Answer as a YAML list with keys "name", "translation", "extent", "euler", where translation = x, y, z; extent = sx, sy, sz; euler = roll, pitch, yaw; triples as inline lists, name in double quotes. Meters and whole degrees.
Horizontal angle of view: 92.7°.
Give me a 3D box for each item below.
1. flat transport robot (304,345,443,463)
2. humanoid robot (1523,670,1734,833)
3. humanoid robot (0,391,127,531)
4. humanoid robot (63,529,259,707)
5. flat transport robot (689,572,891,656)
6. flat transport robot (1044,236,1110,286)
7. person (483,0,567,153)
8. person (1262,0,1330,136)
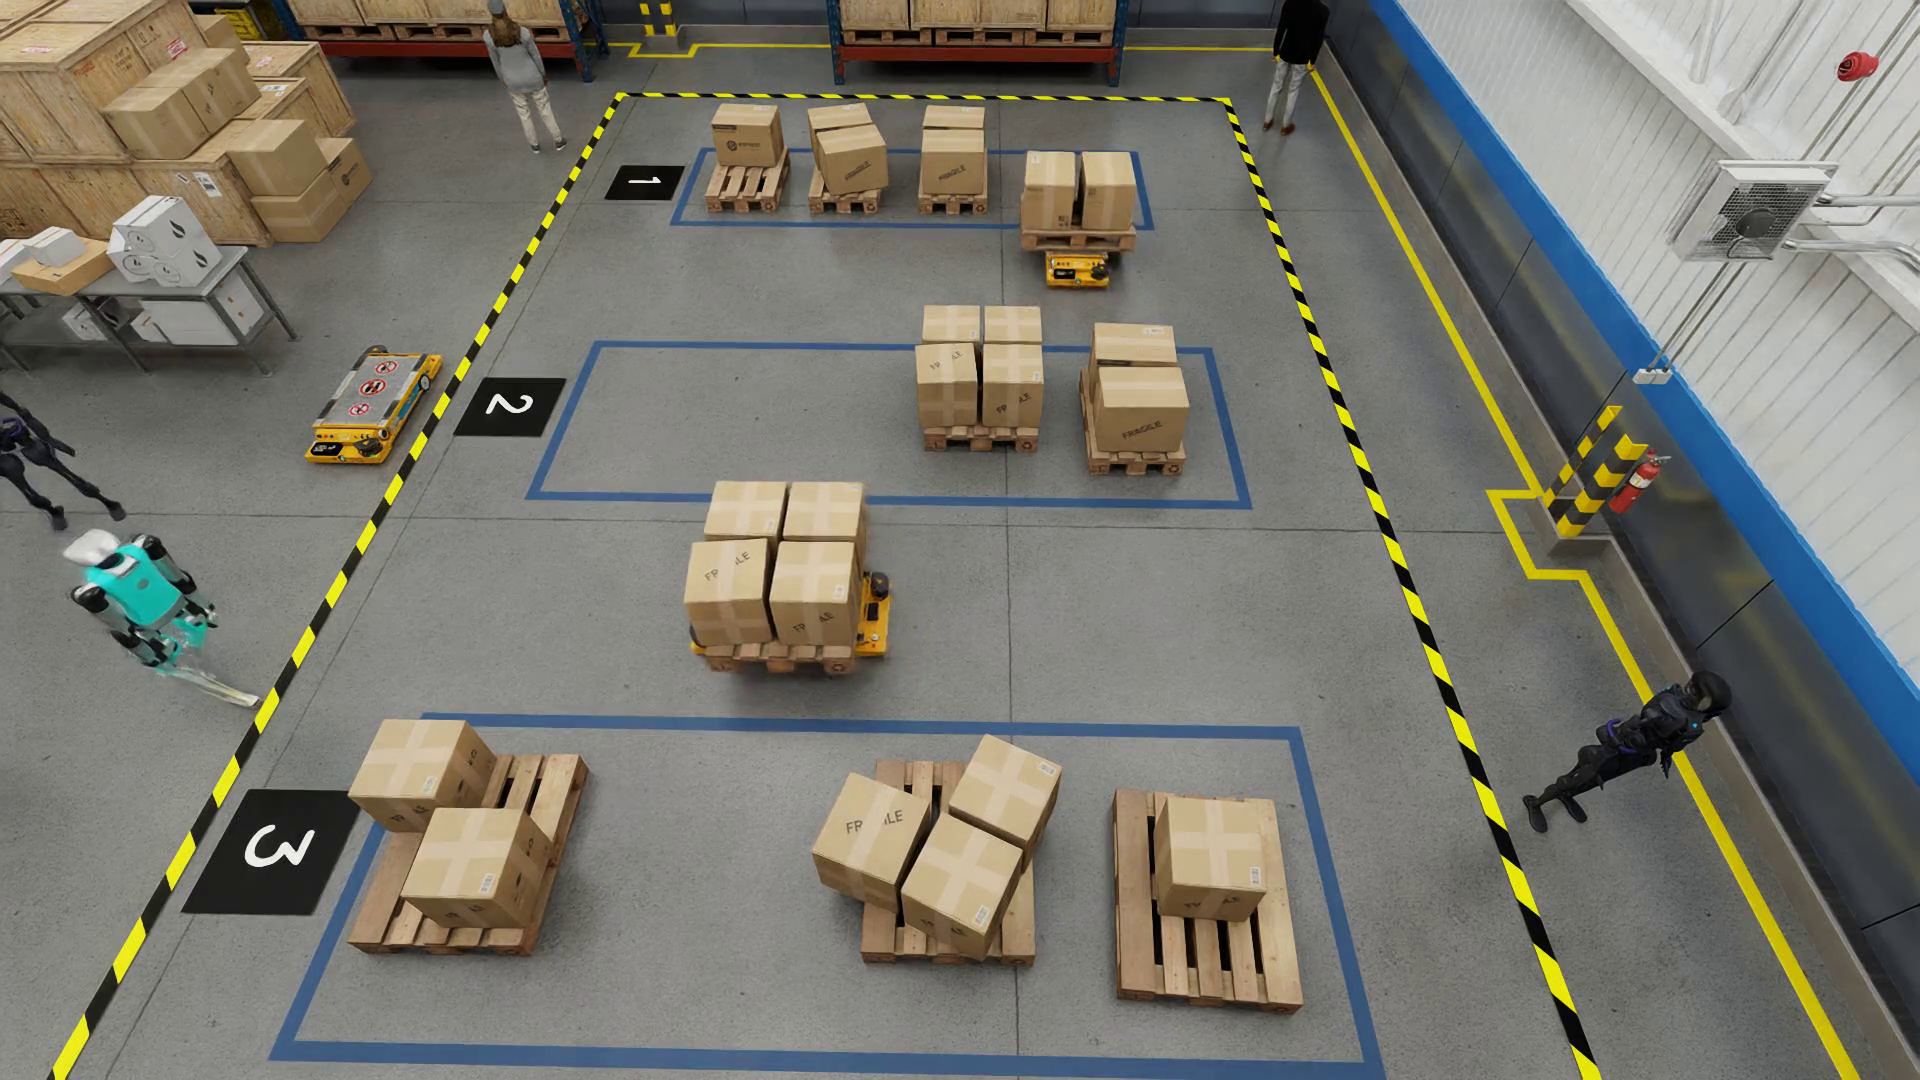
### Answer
- name: "flat transport robot"
  translation: [-5.383, -1.269, 8.441]
  extent: [0.659, 0.231, 1.431]
  euler: [1, 50, 1]
- name: "humanoid robot"
  translation: [3.924, 1.251, 5.374]
  extent: [0.599, 1.659, 0.315]
  euler: [-7, 50, -6]
- name: "humanoid robot"
  translation: [-7.294, -0.713, 7.052]
  extent: [0.608, 1.636, 0.397]
  euler: [-30, 56, -23]
- name: "humanoid robot"
  translation: [-5.254, 0.578, 5.978]
  extent: [0.820, 1.876, 0.548]
  euler: [10, 51, 9]
- name: "flat transport robot"
  translation: [-1.258, 0.539, 6.893]
  extent: [1.431, 0.197, 0.652]
  euler: [1, 50, 1]
- name: "flat transport robot"
  translation: [1.267, -3.307, 10.147]
  extent: [0.652, 0.197, 1.431]
  euler: [1, 50, 1]
- name: "person"
  translation: [-5.300, -5.600, 11.122]
  extent: [0.561, 1.769, 0.400]
  euler: [-10, 50, -8]
- name: "person"
  translation: [4.171, -6.038, 11.419]
  extent: [0.585, 1.884, 0.386]
  euler: [28, 55, 22]
